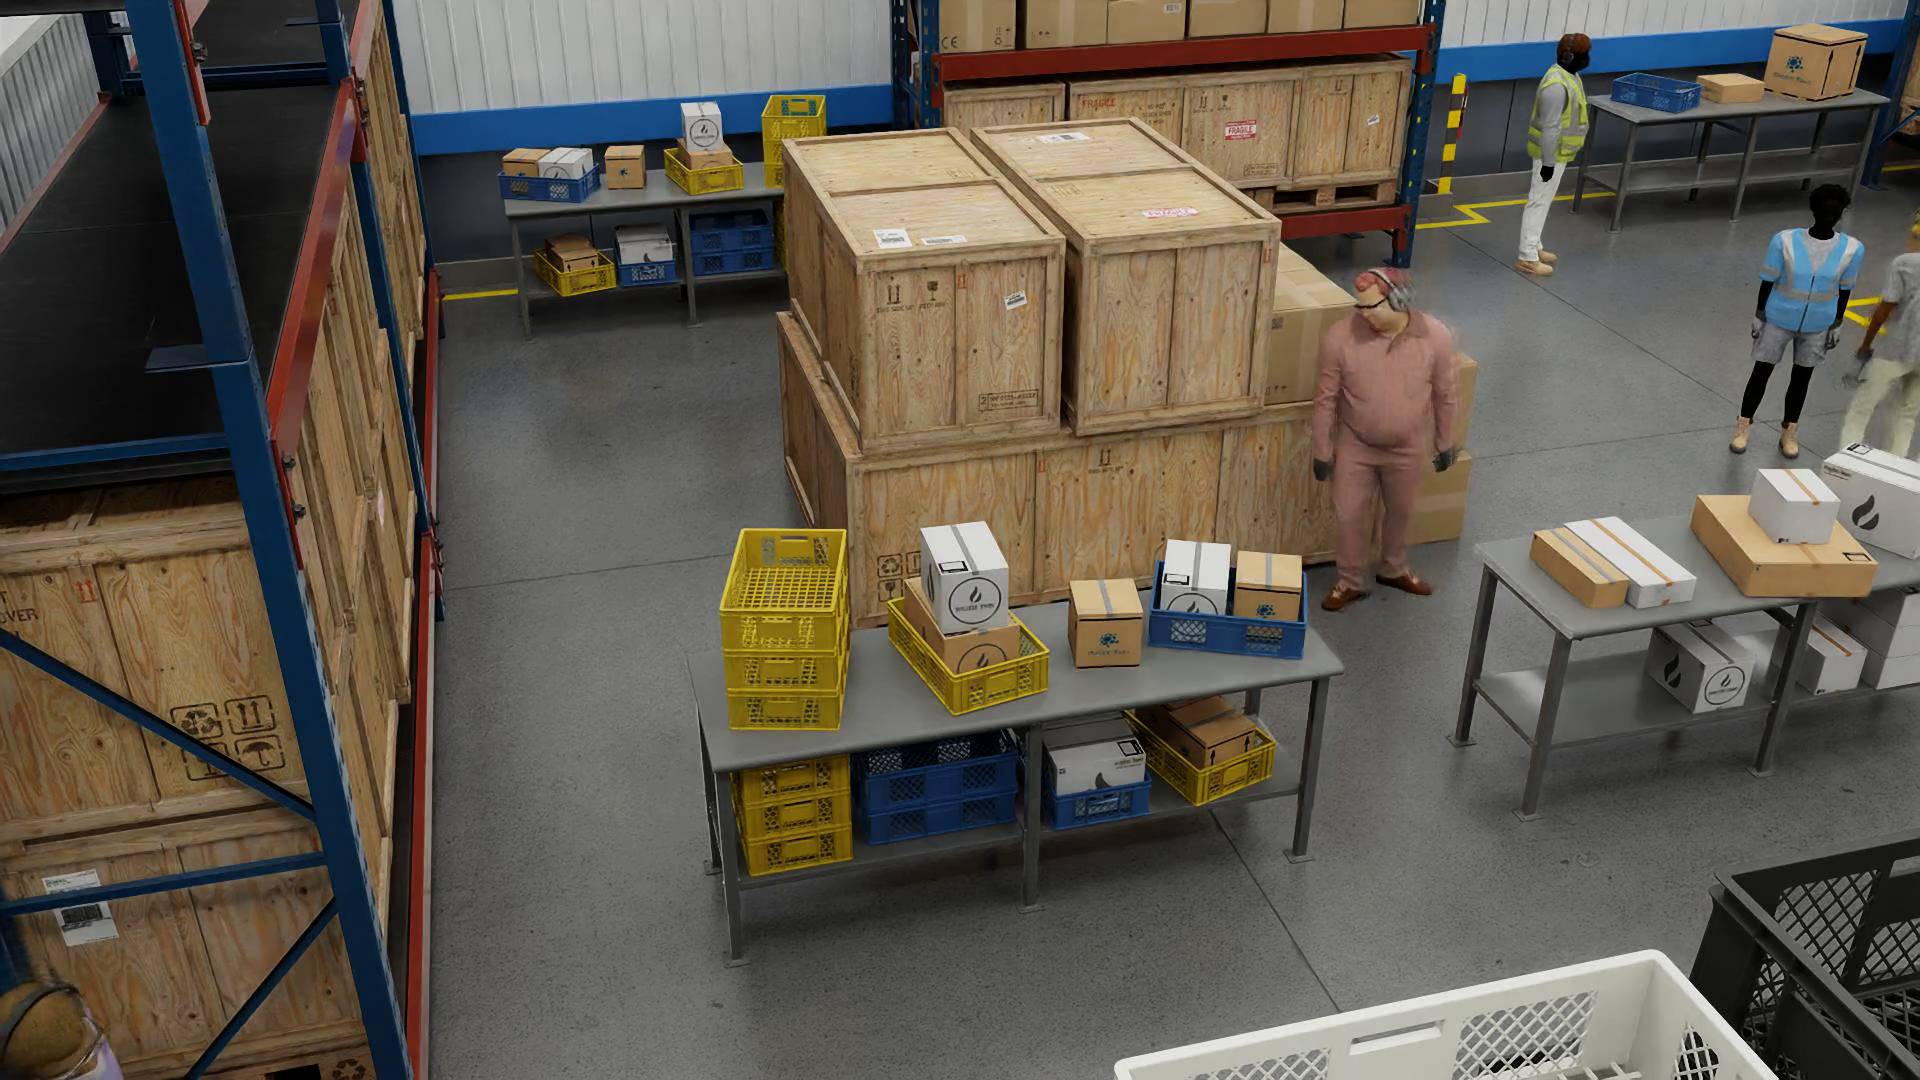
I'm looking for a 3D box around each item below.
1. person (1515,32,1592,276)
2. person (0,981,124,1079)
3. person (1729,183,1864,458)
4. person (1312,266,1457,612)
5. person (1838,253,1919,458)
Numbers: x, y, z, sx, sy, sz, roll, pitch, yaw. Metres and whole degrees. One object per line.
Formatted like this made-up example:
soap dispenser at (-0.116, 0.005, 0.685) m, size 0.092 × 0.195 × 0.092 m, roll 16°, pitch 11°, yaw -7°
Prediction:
person at (4.620, -3.001, 12.919) m, size 0.429 × 1.842 × 0.633 m, roll 12°, pitch 31°, yaw 21°
person at (-2.280, 1.803, 4.153) m, size 0.668 × 1.894 × 0.693 m, roll -9°, pitch 30°, yaw -16°
person at (5.035, -1.313, 9.999) m, size 0.535 × 1.700 × 0.318 m, roll 8°, pitch 30°, yaw 15°
person at (2.146, -0.492, 8.356) m, size 0.772 × 1.867 × 0.482 m, roll 2°, pitch 29°, yaw 4°
person at (5.225, -0.980, 9.268) m, size 0.681 × 1.838 × 0.433 m, roll 8°, pitch 30°, yaw 13°
